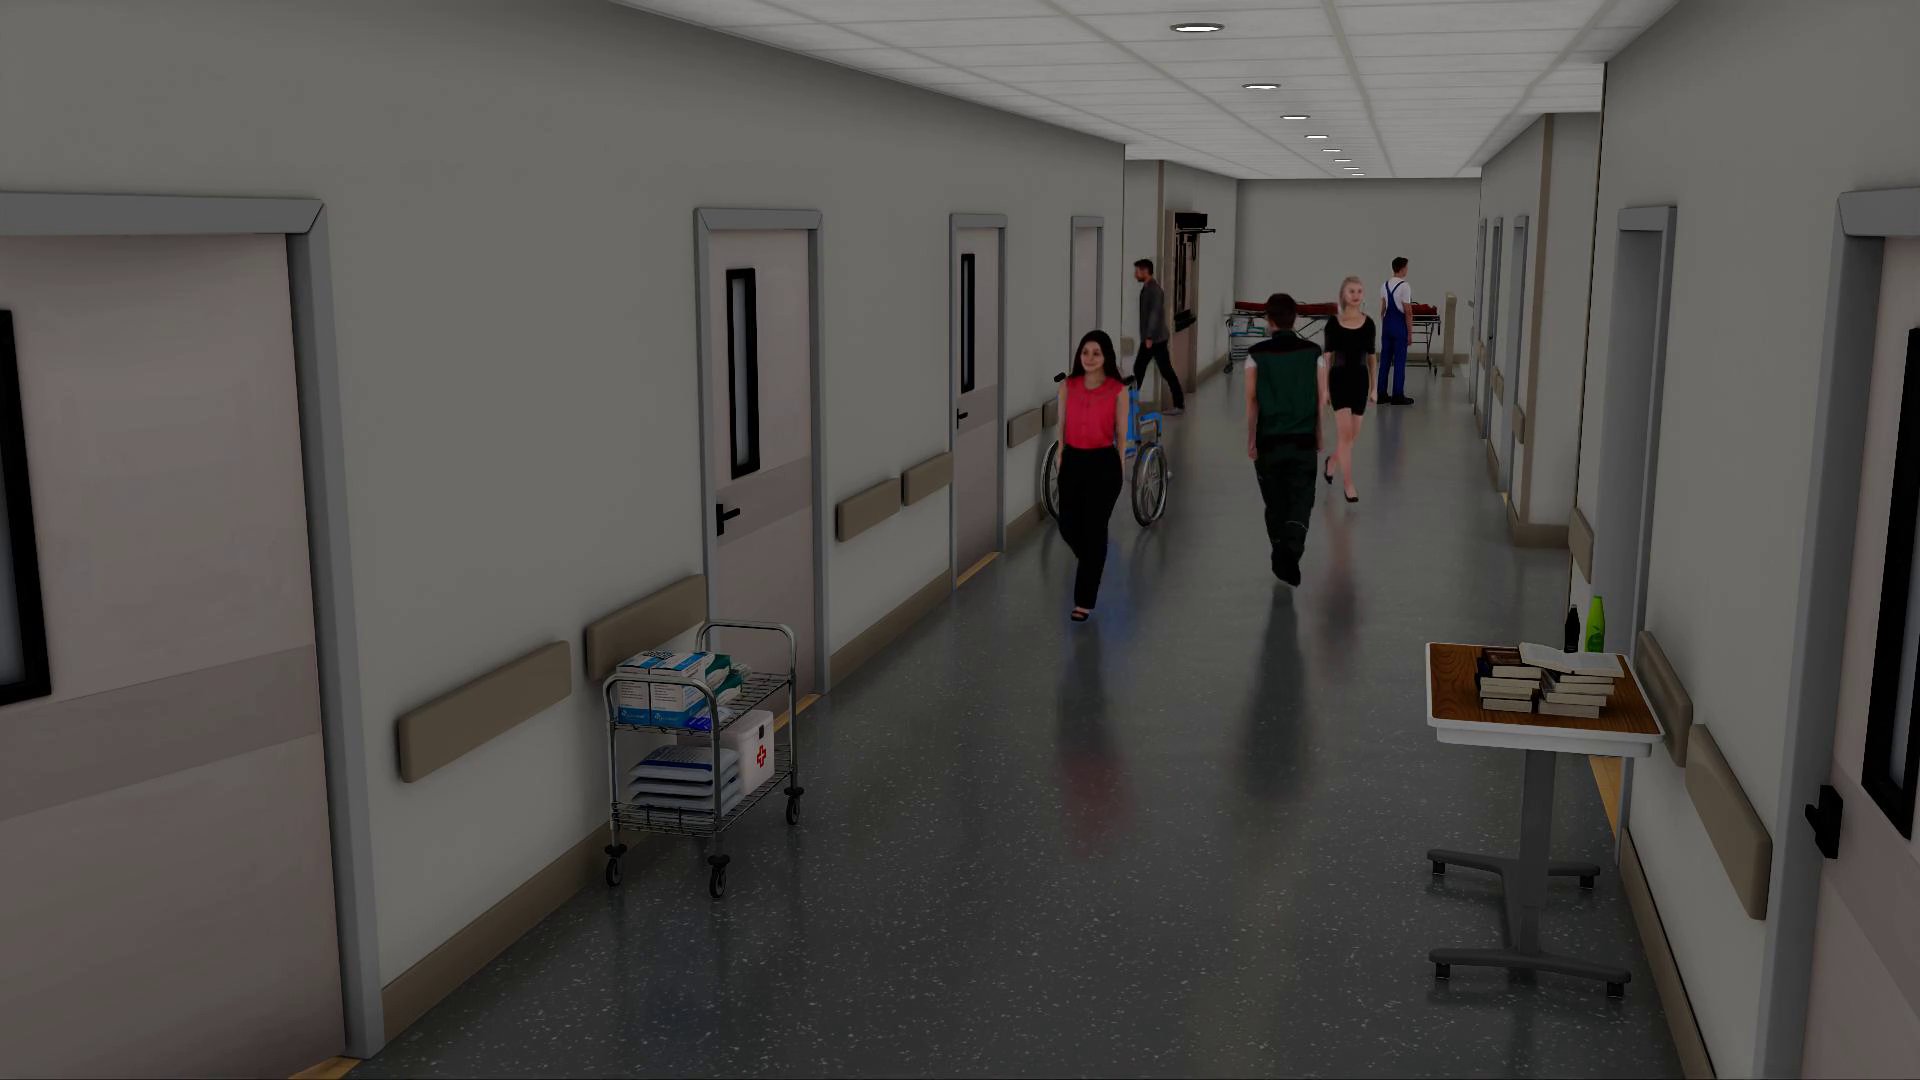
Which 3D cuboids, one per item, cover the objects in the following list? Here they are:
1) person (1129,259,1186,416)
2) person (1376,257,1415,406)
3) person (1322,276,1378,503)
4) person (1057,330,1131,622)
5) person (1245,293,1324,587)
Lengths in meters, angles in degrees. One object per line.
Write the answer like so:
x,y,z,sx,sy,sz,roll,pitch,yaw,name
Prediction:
2.348,-2.329,19.439,1.128,1.810,1.234,-2,11,-8,person
5.500,-2.650,21.027,0.769,1.849,0.725,-7,13,-34,person
3.160,-1.226,13.654,0.879,1.800,1.203,-1,11,-7,person
0.771,-0.373,9.588,0.644,1.639,0.964,4,12,21,person
2.005,-0.590,10.266,0.697,1.810,1.062,2,11,11,person
